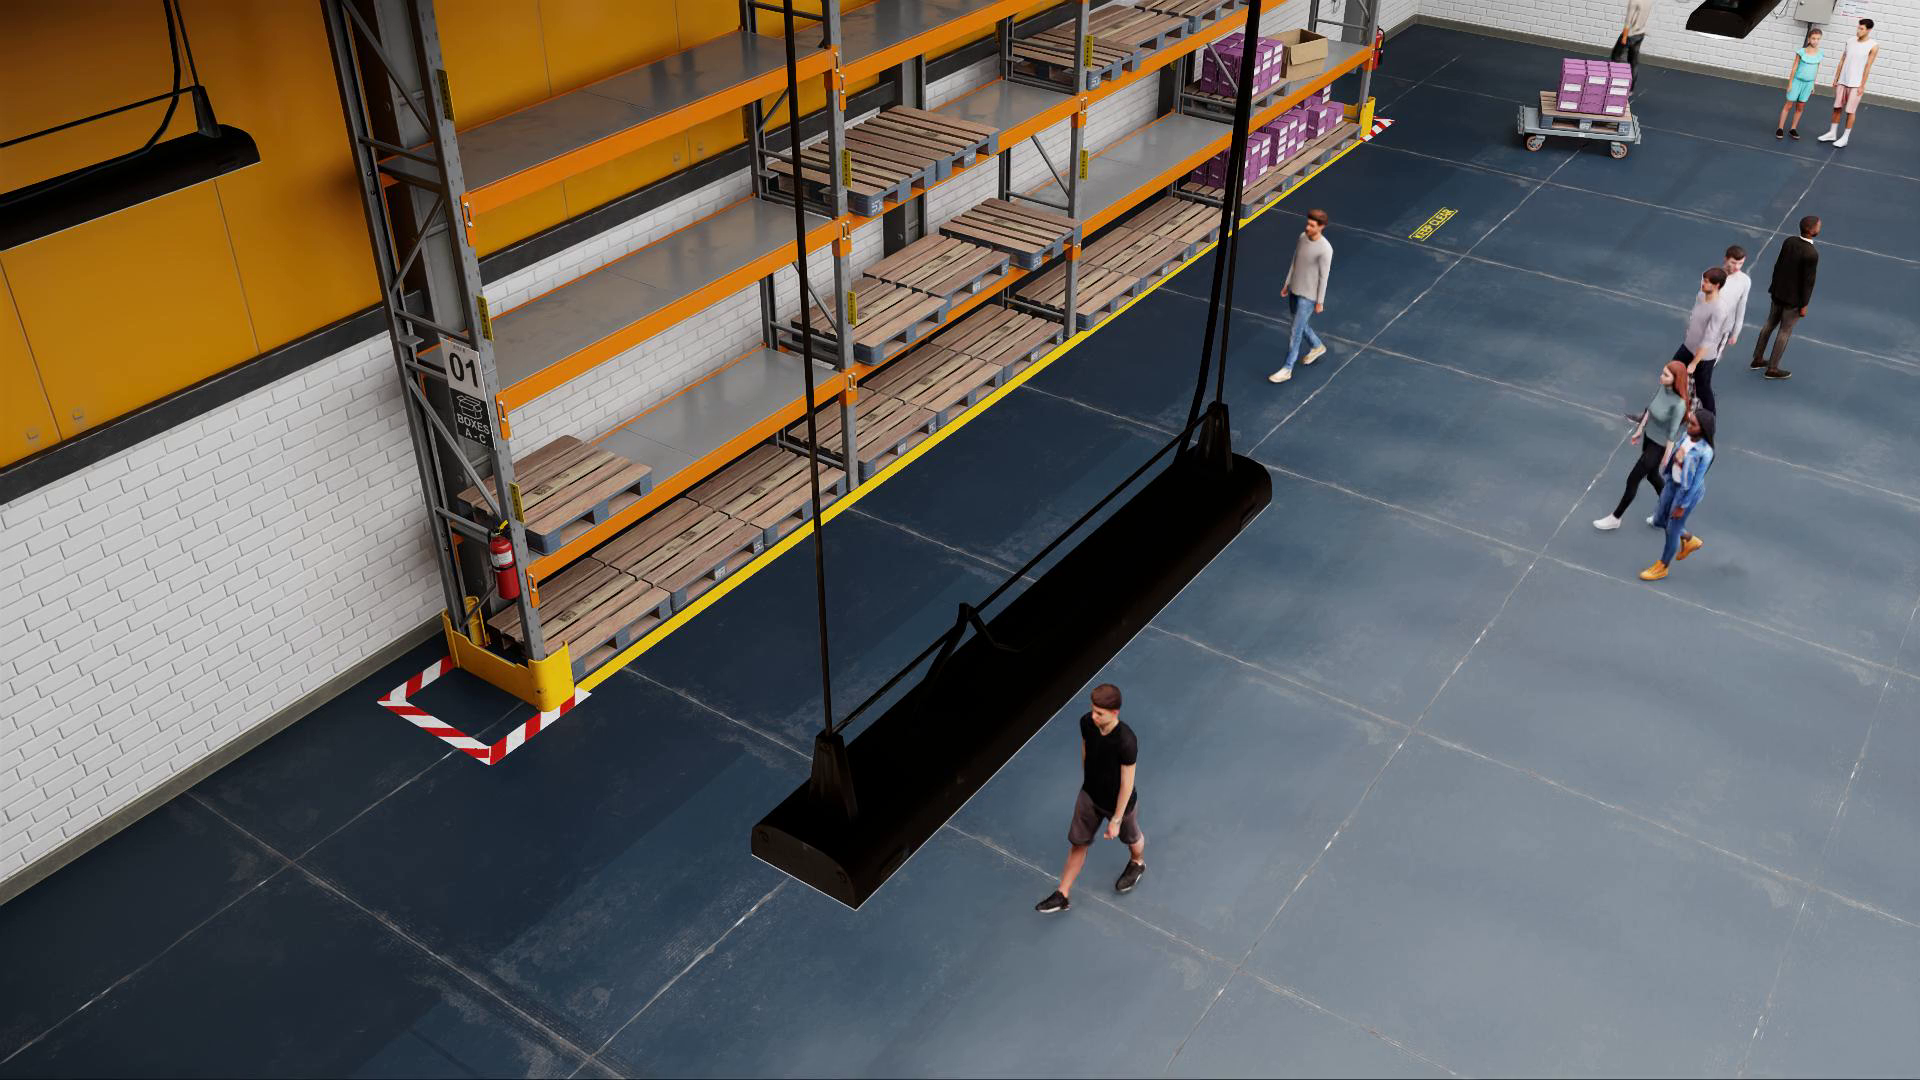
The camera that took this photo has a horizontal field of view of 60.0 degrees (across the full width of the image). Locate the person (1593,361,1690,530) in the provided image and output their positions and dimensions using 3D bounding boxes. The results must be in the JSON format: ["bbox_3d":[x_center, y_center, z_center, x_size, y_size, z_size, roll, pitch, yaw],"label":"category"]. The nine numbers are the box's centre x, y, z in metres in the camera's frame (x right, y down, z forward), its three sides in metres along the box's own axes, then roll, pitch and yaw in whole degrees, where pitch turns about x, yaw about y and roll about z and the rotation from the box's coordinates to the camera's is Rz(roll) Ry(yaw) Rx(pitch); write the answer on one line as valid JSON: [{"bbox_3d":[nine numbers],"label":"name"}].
[{"bbox_3d":[6.362,-0.842,15.080,1.012,1.717,1.039,1,34,1],"label":"person"}]

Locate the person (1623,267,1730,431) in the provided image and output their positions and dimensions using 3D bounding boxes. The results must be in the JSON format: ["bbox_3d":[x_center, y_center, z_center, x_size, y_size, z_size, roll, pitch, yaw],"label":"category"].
[{"bbox_3d":[7.413,-1.827,16.486,1.179,1.801,1.170,-3,34,-4],"label":"person"}]

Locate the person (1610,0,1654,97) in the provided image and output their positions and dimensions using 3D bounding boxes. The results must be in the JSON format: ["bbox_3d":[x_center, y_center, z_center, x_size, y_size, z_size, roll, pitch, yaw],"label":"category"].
[{"bbox_3d":[10.276,-7.635,25.230,0.908,1.793,0.932,-16,37,-23],"label":"person"}]

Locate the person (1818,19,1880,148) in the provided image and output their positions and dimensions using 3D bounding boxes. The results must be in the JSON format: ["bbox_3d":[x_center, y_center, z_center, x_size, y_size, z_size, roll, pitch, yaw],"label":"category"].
[{"bbox_3d":[12.617,-6.474,23.495,0.733,1.780,0.735,-16,37,-23],"label":"person"}]

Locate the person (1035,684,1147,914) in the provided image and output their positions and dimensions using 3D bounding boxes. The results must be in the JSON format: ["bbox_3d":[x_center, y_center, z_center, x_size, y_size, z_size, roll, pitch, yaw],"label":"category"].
[{"bbox_3d":[1.077,1.697,11.180,0.811,1.804,1.235,28,43,35],"label":"person"}]

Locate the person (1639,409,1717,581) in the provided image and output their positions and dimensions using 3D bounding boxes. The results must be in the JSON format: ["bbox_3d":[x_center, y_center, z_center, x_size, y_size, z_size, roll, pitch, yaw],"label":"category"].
[{"bbox_3d":[6.336,-0.381,14.404,0.927,1.698,0.868,-4,34,-7],"label":"person"}]

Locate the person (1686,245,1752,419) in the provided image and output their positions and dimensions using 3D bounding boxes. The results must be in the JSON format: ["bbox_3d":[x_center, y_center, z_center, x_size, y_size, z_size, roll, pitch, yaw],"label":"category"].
[{"bbox_3d":[7.692,-2.187,17.021,0.973,1.808,1.218,4,34,6],"label":"person"}]

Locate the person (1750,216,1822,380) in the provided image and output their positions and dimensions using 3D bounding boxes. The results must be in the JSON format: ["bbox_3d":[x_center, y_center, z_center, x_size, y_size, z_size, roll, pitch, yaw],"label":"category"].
[{"bbox_3d":[8.787,-2.586,17.629,0.774,1.800,0.739,-9,35,-13],"label":"person"}]

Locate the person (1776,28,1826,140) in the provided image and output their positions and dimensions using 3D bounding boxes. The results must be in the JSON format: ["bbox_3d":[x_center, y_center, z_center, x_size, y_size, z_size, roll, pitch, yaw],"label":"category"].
[{"bbox_3d":[12.040,-6.535,23.788,0.640,1.558,0.672,4,34,6],"label":"person"}]

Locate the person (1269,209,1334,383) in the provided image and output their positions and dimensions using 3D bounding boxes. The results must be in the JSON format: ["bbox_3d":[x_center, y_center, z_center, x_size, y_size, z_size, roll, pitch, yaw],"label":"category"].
[{"bbox_3d":[3.701,-2.631,17.624,1.181,1.880,1.009,-14,36,-20],"label":"person"}]
